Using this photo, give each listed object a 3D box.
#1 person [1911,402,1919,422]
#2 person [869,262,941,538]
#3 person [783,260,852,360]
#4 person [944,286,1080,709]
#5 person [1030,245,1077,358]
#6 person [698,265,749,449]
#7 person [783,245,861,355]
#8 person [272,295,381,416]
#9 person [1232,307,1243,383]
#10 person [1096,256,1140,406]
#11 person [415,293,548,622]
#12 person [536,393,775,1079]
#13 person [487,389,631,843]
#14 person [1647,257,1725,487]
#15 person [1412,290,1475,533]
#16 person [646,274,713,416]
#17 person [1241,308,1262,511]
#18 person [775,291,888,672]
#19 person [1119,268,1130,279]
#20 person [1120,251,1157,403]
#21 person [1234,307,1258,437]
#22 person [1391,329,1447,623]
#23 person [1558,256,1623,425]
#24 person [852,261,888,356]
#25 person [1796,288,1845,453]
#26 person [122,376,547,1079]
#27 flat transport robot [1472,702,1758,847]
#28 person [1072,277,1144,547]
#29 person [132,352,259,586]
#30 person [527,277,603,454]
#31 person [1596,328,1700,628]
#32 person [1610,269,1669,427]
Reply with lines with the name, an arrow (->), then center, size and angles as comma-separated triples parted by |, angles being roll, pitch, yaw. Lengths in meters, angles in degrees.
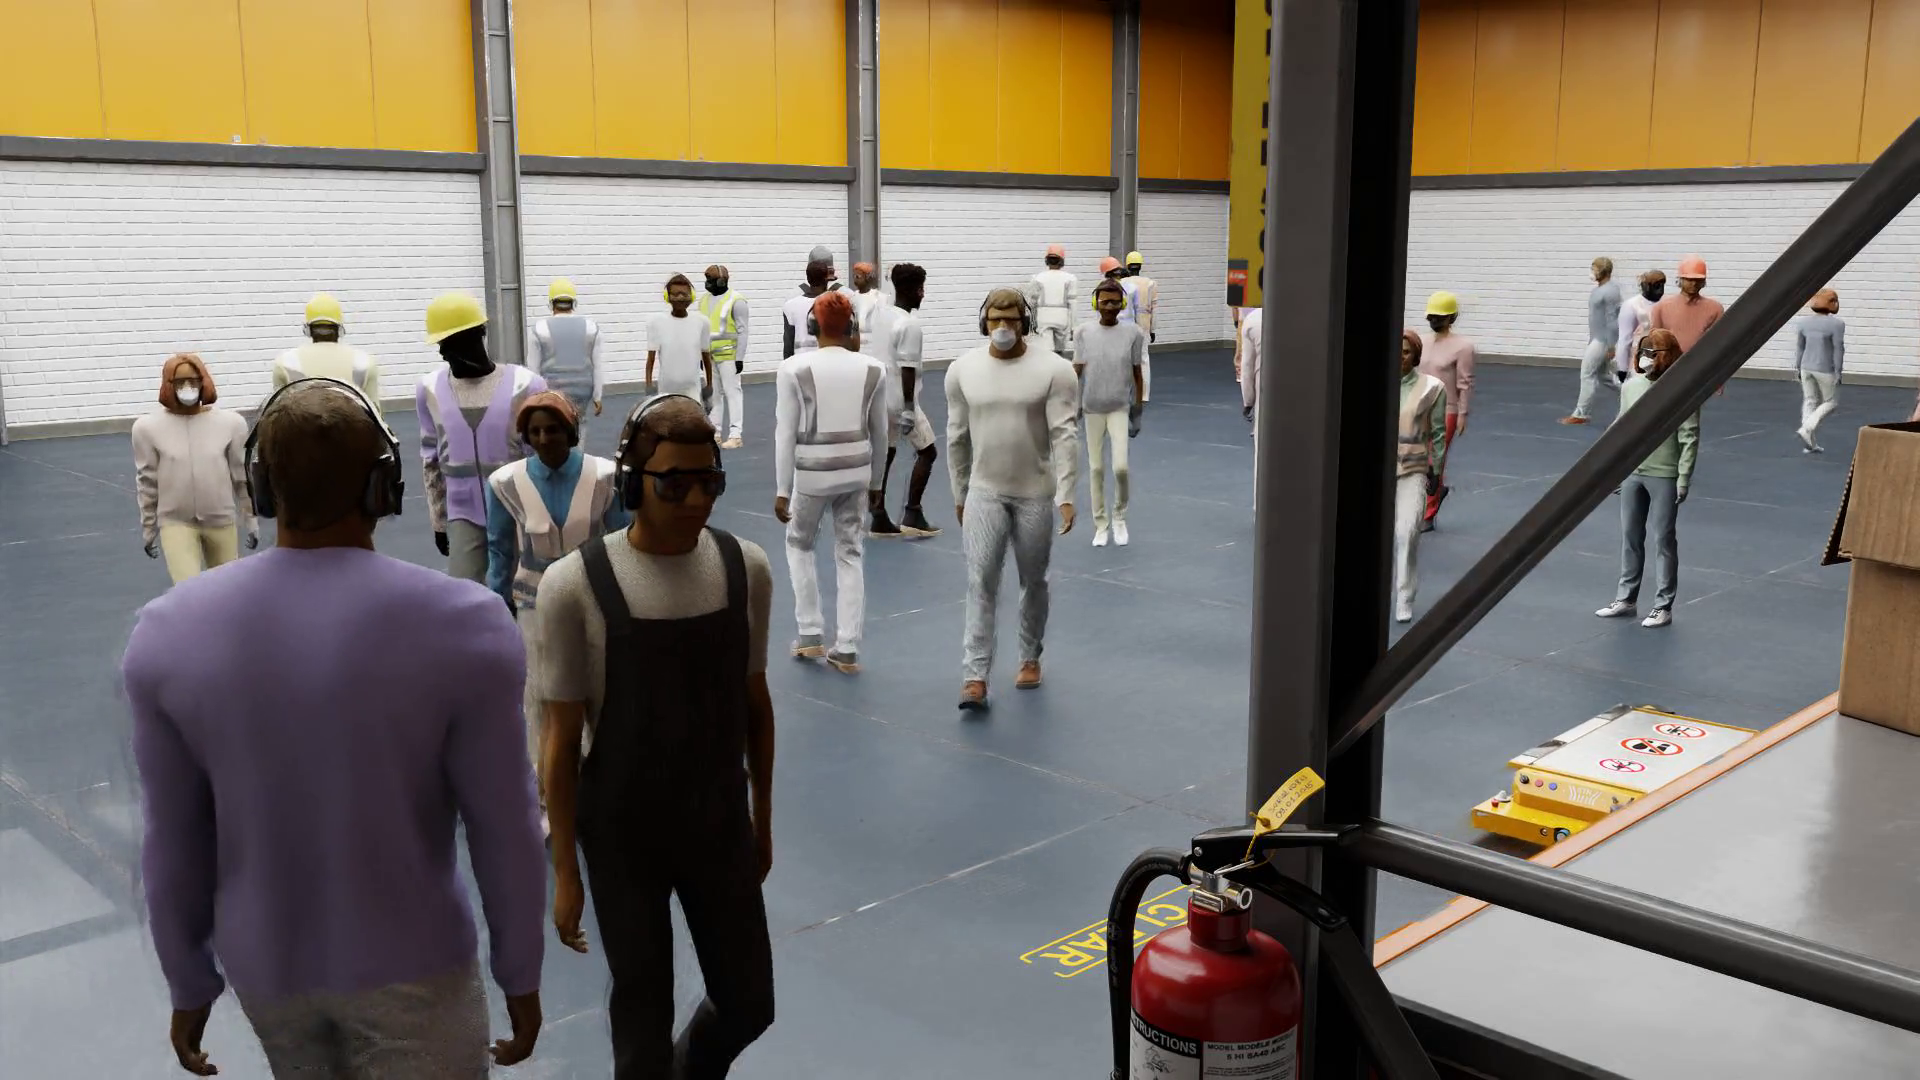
person -> 10.041, -1.833, 16.678 | 1.056, 1.854, 0.657 | -2, 10, -8
person -> -0.387, -0.973, 11.710 | 0.598, 1.941, 0.621 | -7, 12, -32
person -> -1.230, -1.454, 14.412 | 0.594, 1.915, 0.373 | 1, 10, 3
person -> 0.217, -0.183, 7.535 | 0.650, 1.896, 0.986 | 2, 11, 11
person -> 1.198, -2.803, 21.551 | 0.599, 1.986, 0.991 | 0, 10, -3
person -> -2.403, -1.835, 16.704 | 0.623, 1.841, 0.430 | 8, 13, 36
person -> -1.248, -1.658, 15.186 | 0.688, 2.000, 0.539 | 0, 10, -1
person -> -3.751, -0.551, 9.871 | 0.590, 1.779, 0.961 | -5, 12, -27
person -> 4.224, -3.202, 23.989 | 0.638, 1.903, 0.409 | 9, 14, 42
person -> 1.941, -2.521, 20.340 | 0.572, 1.882, 0.918 | 0, 10, 0
person -> -1.983, -0.084, 7.003 | 0.628, 1.883, 0.779 | 0, 10, -3
person -> -0.611, 0.603, 3.437 | 0.506, 1.830, 0.478 | -6, 12, -29
person -> -1.417, 0.255, 5.969 | 0.516, 1.592, 0.593 | -2, 11, -12
person -> 6.302, -1.478, 14.461 | 0.626, 1.952, 1.012 | 2, 11, 10
person -> 3.442, -0.924, 11.971 | 0.518, 1.742, 0.551 | -10, 14, -43
person -> -2.154, -1.108, 12.768 | 0.523, 1.825, 0.939 | -2, 11, -9
person -> 2.373, -1.024, 12.120 | 0.638, 1.901, 0.402 | 4, 11, 22
person -> -0.660, -0.295, 8.235 | 0.604, 1.859, 0.626 | -4, 11, -23
person -> 2.194, -2.902, 22.927 | 0.559, 1.681, 0.412 | 0, 10, 2
person -> 2.218, -2.709, 21.229 | 0.592, 1.923, 0.381 | -2, 11, -13
person -> 3.289, -2.045, 17.908 | 0.558, 1.817, 0.869 | 6, 12, 31
person -> 2.409, -0.357, 9.257 | 0.528, 1.618, 0.654 | 5, 11, 24
person -> 7.269, -2.222, 18.651 | 0.921, 1.912, 0.640 | 1, 10, 7
person -> -0.923, -1.999, 17.539 | 0.585, 1.867, 0.690 | 10, 14, 43
person -> 8.358, -1.642, 16.220 | 0.411, 1.618, 0.517 | -5, 12, -27
person -> -0.995, 0.704, 2.652 | 0.641, 1.920, 0.833 | 0, 10, 2
flat transport robot -> 2.541, 0.879, 6.181 | 0.652, 0.197, 1.431 | 10, 14, 42
person -> 0.990, -0.863, 11.381 | 0.503, 1.845, 0.445 | 2, 11, 10
person -> -3.558, -0.081, 7.774 | 0.506, 1.608, 0.732 | -6, 12, -29
person -> -3.111, -1.172, 13.168 | 0.599, 1.811, 0.746 | -5, 12, -26
person -> 3.785, -0.343, 9.123 | 0.272, 1.632, 0.507 | -6, 12, -29
person -> 6.652, -1.724, 16.176 | 0.626, 1.815, 0.825 | -5, 11, -24
